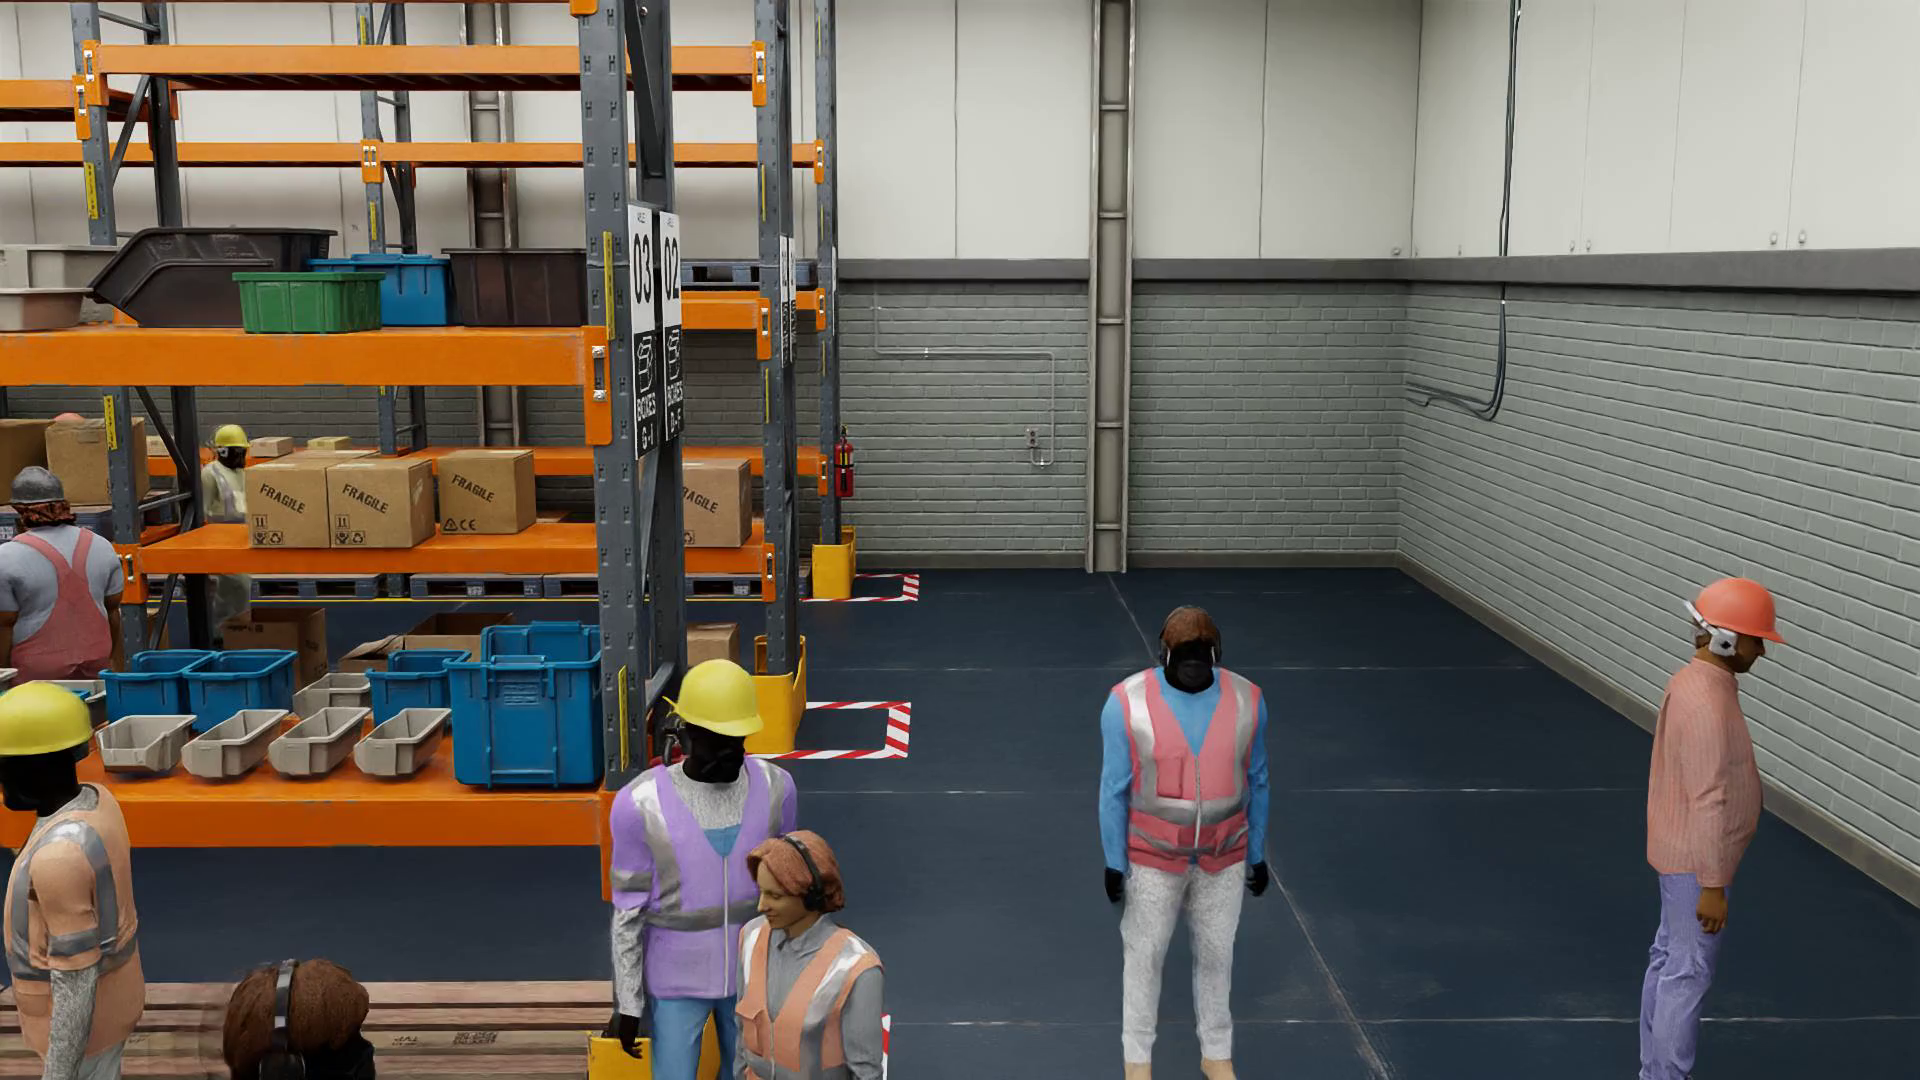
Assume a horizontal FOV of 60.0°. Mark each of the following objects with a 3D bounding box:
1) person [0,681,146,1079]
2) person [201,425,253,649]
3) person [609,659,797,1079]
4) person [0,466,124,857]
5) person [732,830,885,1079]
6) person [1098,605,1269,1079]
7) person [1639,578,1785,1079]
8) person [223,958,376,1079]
[{"bbox_3d":[-2.462,1.330,4.615,0.361,1.929,0.587,-4,10,-23],"label":"person"},{"bbox_3d":[-5.691,-0.003,13.136,0.686,1.806,0.628,1,9,5],"label":"person"},{"bbox_3d":[-0.731,1.285,4.946,0.598,1.916,0.398,-5,11,-29],"label":"person"},{"bbox_3d":[-4.729,0.616,8.649,0.535,2.000,0.682,5,11,29],"label":"person"},{"bbox_3d":[-0.387,1.532,4.288,0.524,1.631,0.316,8,12,40],"label":"person"},{"bbox_3d":[0.818,1.138,6.069,0.635,1.841,0.429,-1,9,-4],"label":"person"},{"bbox_3d":[2.595,1.109,5.790,0.393,1.986,0.611,3,10,17],"label":"person"},{"bbox_3d":[-1.277,1.644,3.038,0.629,1.826,0.623,-3,10,-16],"label":"person"}]
